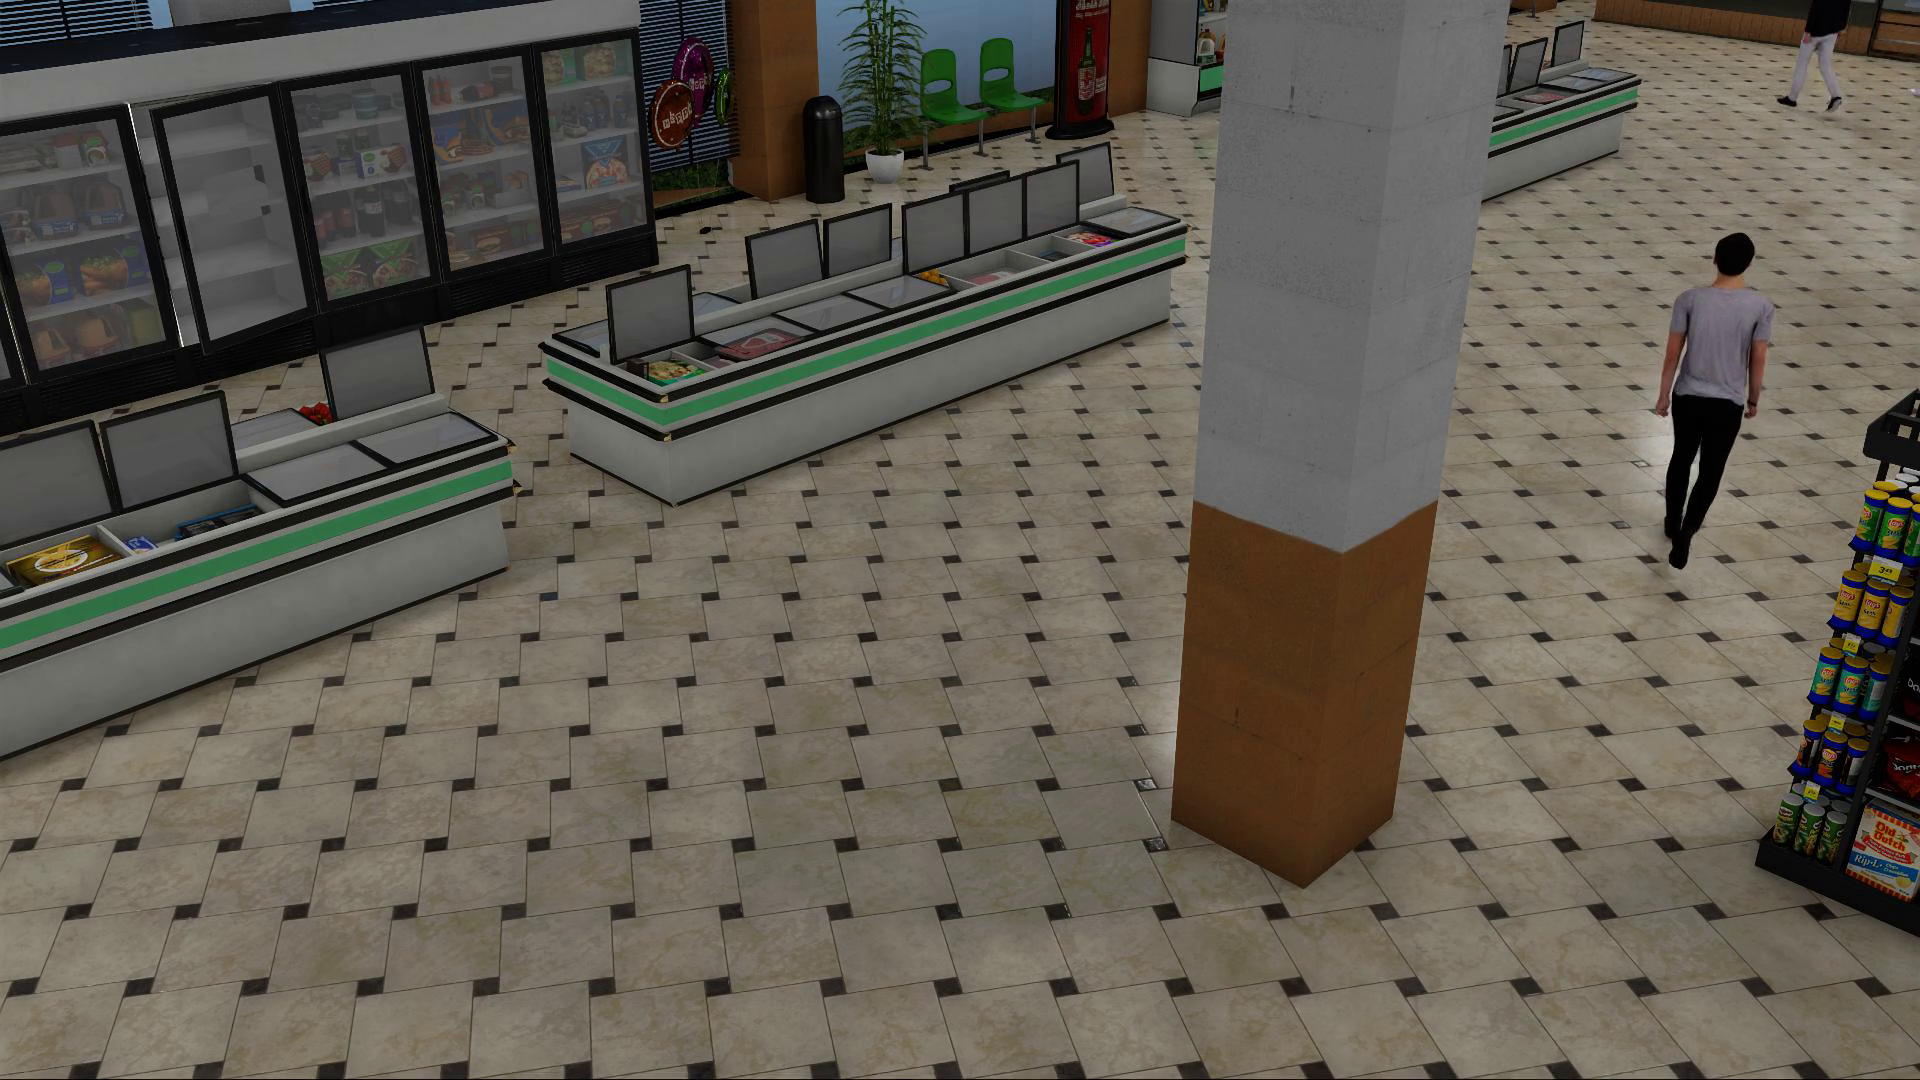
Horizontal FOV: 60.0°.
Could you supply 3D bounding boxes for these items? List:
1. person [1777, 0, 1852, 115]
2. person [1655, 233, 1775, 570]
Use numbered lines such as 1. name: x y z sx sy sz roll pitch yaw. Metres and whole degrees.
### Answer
1. person: 10.060 -5.859 19.275 1.187 1.814 1.138 -5 27 -9
2. person: 4.103 -0.734 9.143 0.819 1.838 1.158 16 31 28
